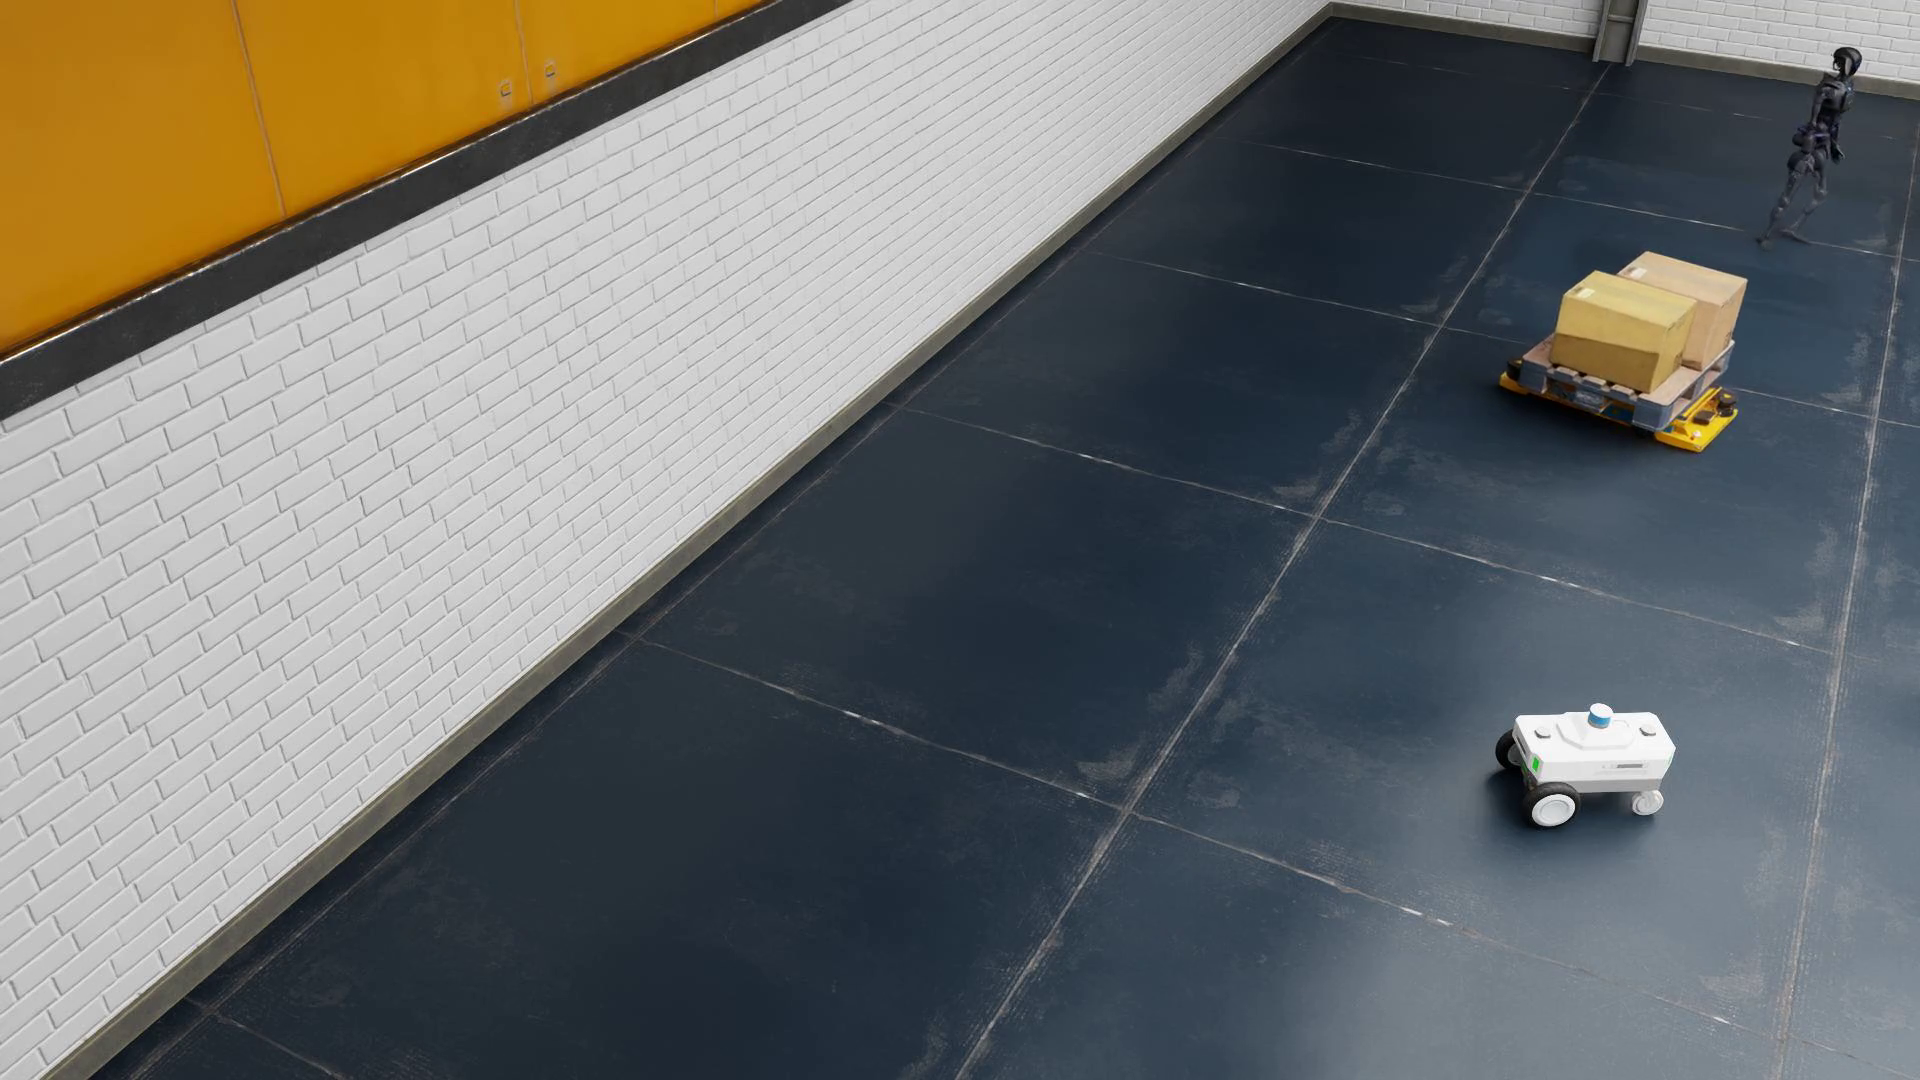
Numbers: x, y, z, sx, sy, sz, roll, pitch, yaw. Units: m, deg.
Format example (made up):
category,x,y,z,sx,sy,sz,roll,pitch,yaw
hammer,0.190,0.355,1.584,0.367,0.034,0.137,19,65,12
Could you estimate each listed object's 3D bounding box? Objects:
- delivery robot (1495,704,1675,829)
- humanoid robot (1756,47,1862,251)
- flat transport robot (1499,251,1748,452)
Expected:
category,x,y,z,sx,sy,sz,roll,pitch,yaw
delivery robot,3.052,1.068,8.142,0.794,0.606,0.499,-1,34,-2
humanoid robot,6.889,-3.168,13.420,0.601,1.648,0.380,-26,42,-33
flat transport robot,4.554,-1.031,11.512,1.431,0.231,0.659,26,42,33
